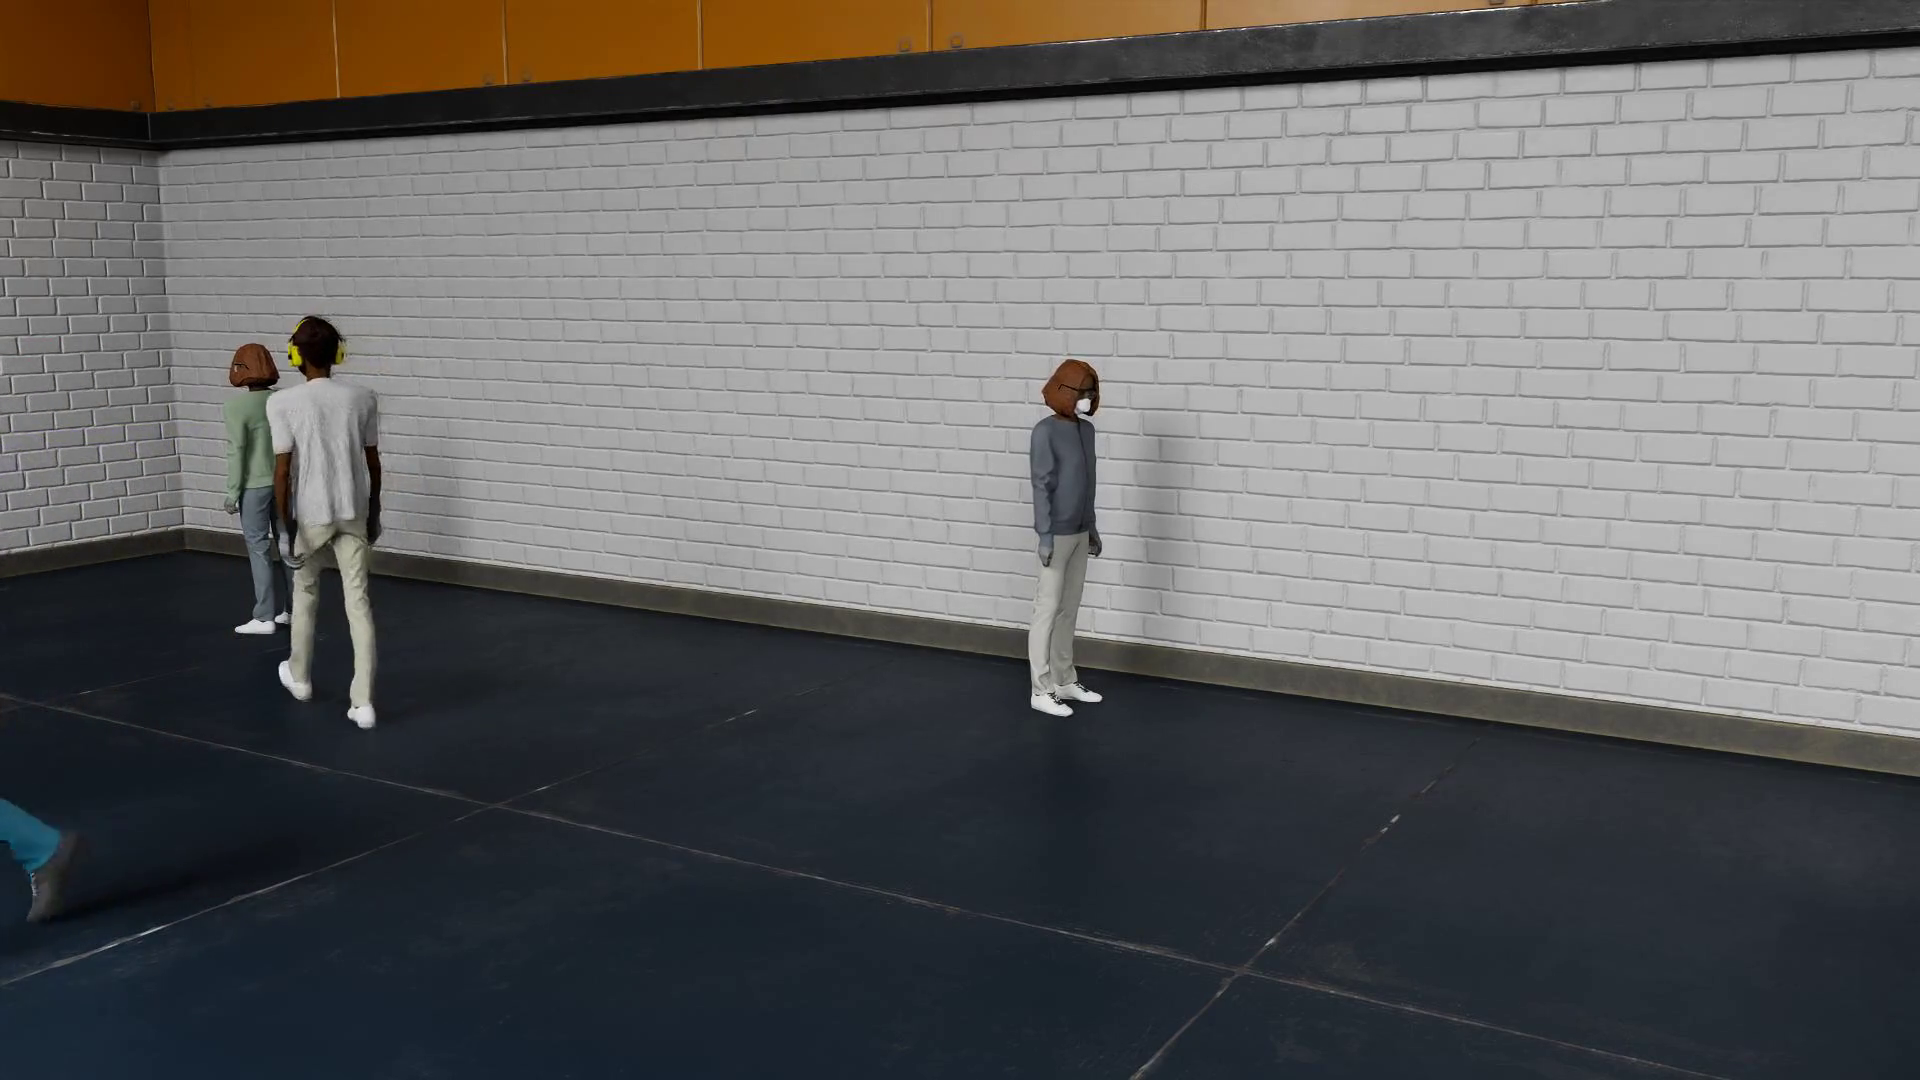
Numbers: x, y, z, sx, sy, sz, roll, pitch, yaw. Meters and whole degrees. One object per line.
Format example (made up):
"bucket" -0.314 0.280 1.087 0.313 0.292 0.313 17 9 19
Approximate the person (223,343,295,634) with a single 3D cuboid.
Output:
"person" -3.931 -0.287 9.382 0.274 1.633 0.506 4 10 22

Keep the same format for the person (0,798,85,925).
"person" -3.027 0.359 4.782 0.570 1.817 0.846 9 13 44

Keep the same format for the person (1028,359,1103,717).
"person" 0.497 -0.019 7.704 0.278 1.633 0.499 6 11 32

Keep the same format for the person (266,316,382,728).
"person" -2.905 -0.099 7.618 0.517 1.826 0.960 -6 11 -34
